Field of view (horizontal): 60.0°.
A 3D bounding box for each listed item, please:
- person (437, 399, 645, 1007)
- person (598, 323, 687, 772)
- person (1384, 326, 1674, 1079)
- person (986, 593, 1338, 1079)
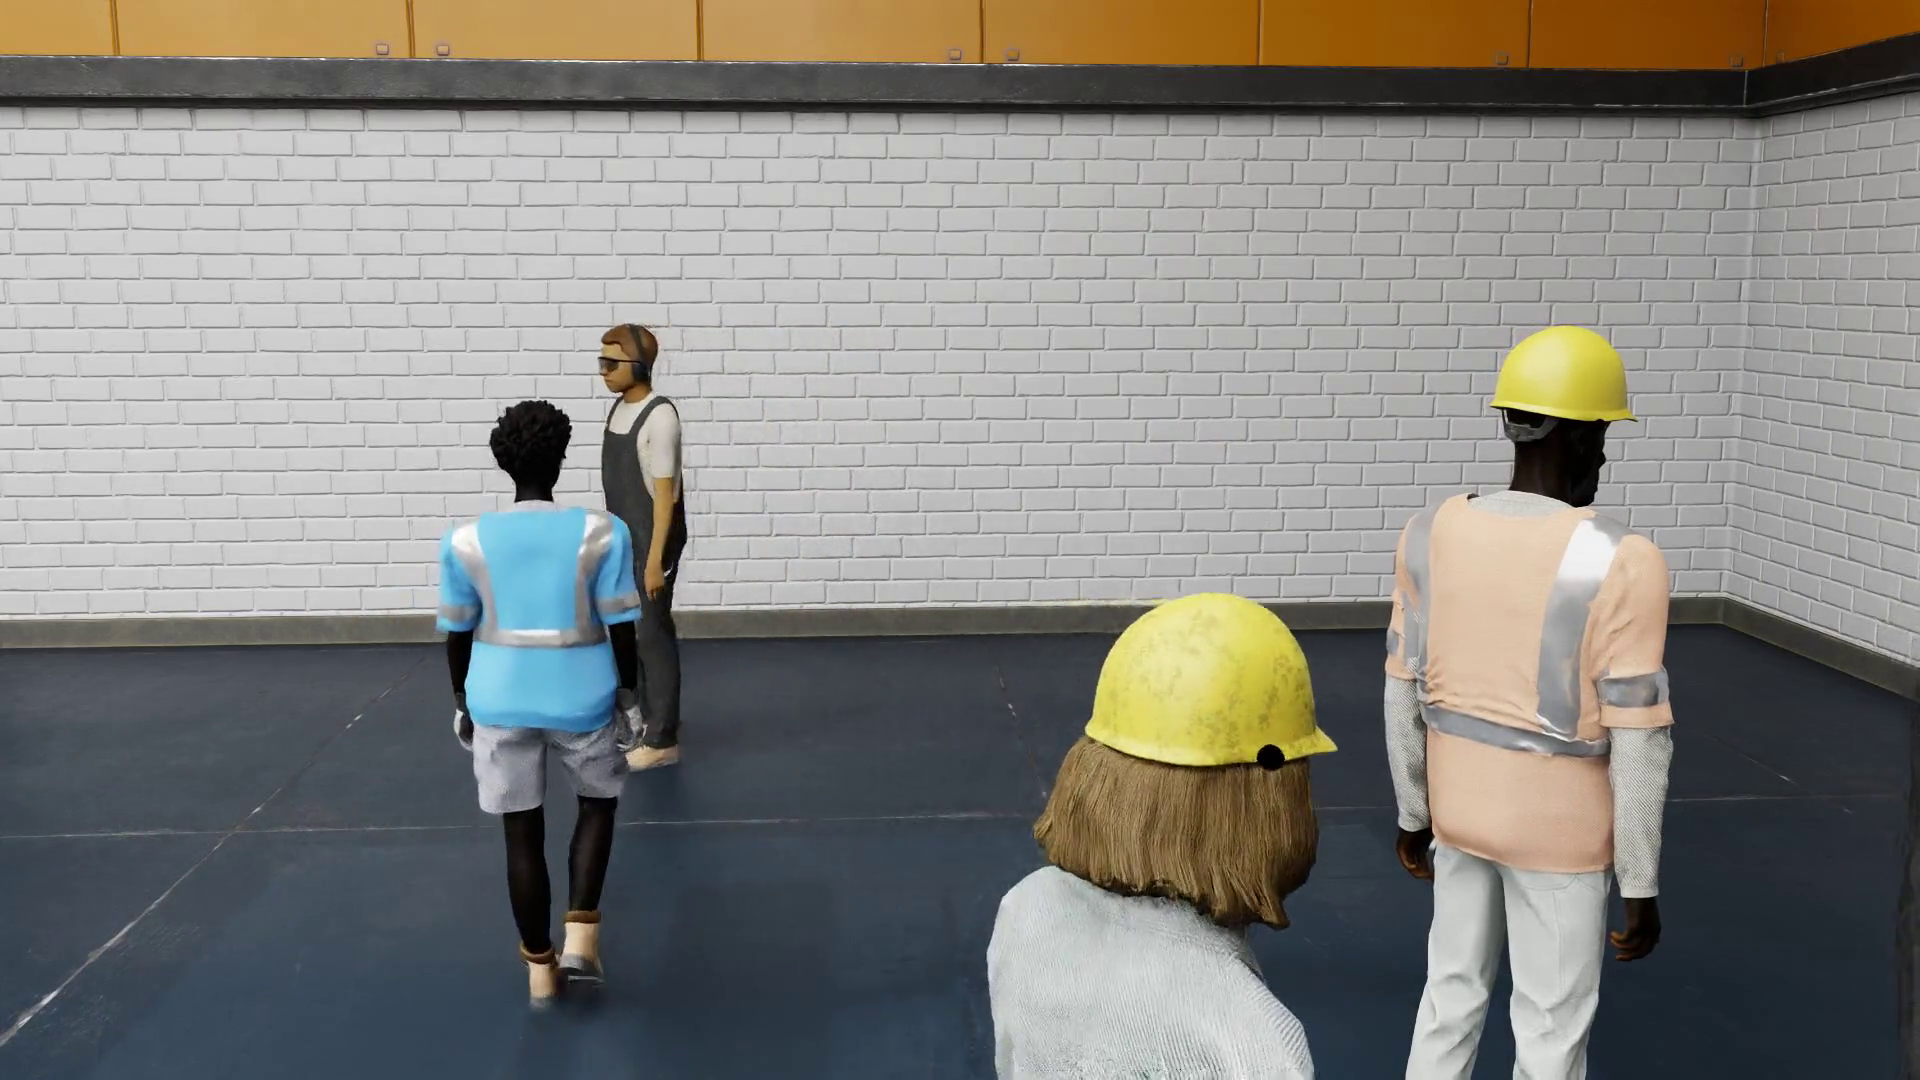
[{"bbox_3d":[-1.145,0.455,4.584,0.554,1.682,0.368,-1,9,-7],"label":"person"},{"bbox_3d":[-1.318,0.043,6.743,0.404,1.832,0.548,-7,11,-37],"label":"person"},{"bbox_3d":[1.110,0.550,3.258,0.374,1.925,0.595,-7,11,-36],"label":"person"},{"bbox_3d":[0.244,0.900,1.740,0.734,1.713,0.493,-6,11,-33],"label":"person"}]
